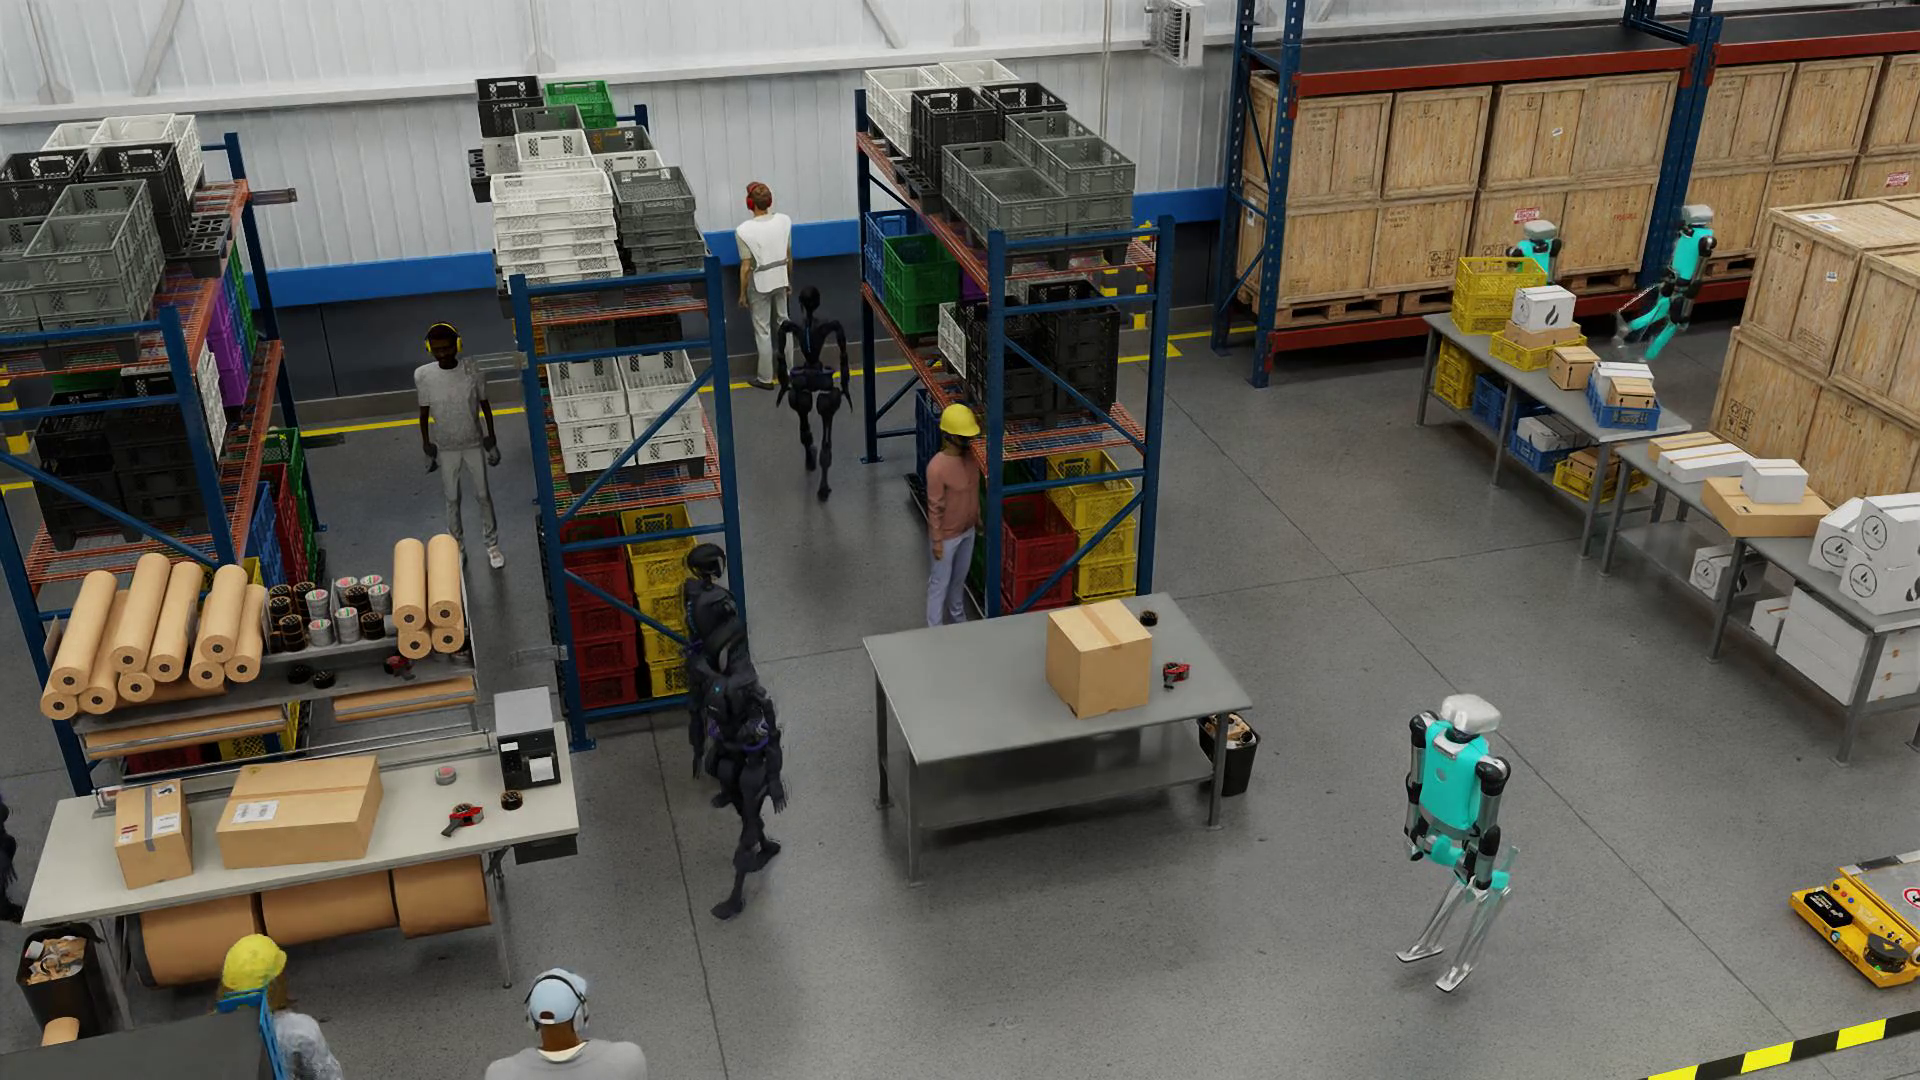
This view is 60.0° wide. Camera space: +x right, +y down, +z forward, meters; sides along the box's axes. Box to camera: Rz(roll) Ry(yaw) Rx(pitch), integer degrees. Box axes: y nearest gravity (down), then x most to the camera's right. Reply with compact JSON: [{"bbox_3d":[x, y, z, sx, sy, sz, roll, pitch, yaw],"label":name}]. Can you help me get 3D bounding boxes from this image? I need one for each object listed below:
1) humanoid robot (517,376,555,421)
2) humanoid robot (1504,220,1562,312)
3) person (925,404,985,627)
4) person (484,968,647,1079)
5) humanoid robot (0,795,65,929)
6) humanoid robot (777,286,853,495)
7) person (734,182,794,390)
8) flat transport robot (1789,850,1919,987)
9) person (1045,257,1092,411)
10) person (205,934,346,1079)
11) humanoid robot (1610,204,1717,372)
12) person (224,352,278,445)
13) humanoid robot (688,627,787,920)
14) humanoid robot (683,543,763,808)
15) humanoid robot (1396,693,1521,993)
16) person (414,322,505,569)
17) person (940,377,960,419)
[{"bbox_3d":[-3.301,-1.502,13.308,0.671,1.747,0.548,0,29,1],"label":"humanoid robot"},{"bbox_3d":[4.838,-1.736,13.805,0.555,1.761,0.935,-14,32,-23],"label":"humanoid robot"},{"bbox_3d":[-0.022,-0.065,10.722,0.313,1.769,0.524,19,34,30],"label":"person"},{"bbox_3d":[-1.420,2.344,6.259,0.588,1.846,0.406,-5,29,-10],"label":"person"},{"bbox_3d":[-4.854,1.423,8.154,0.603,1.641,0.505,11,31,19],"label":"humanoid robot"},{"bbox_3d":[-1.136,-1.185,12.902,0.602,1.638,0.766,2,29,3],"label":"humanoid robot"},{"bbox_3d":[-1.687,-2.203,14.532,0.562,1.845,0.391,-24,37,-36],"label":"person"},{"bbox_3d":[5.163,1.916,8.676,1.431,0.231,0.659,-8,30,-14],"label":"flat transport robot"},{"bbox_3d":[0.835,-2.035,14.214,0.598,1.850,0.982,-16,32,-26],"label":"person"},{"bbox_3d":[-2.655,2.219,6.647,0.499,1.698,0.850,3,29,5],"label":"person"},{"bbox_3d":[5.942,-1.964,14.267,0.759,1.843,0.552,-1,29,-2],"label":"humanoid robot"},{"bbox_3d":[-5.963,-1.643,13.513,0.514,1.844,0.333,4,29,8],"label":"person"},{"bbox_3d":[-1.179,1.164,8.612,0.613,1.623,0.759,16,32,26],"label":"humanoid robot"},{"bbox_3d":[-1.321,0.750,9.334,0.373,1.647,0.590,-25,37,-37],"label":"humanoid robot"},{"bbox_3d":[2.470,1.396,7.957,0.735,1.677,0.533,-17,33,-28],"label":"humanoid robot"},{"bbox_3d":[-3.506,-0.646,11.675,0.527,1.870,0.319,-8,30,-14],"label":"person"},{"bbox_3d":[0.159,-1.943,14.114,0.904,1.813,0.617,-22,36,-34],"label":"person"}]
